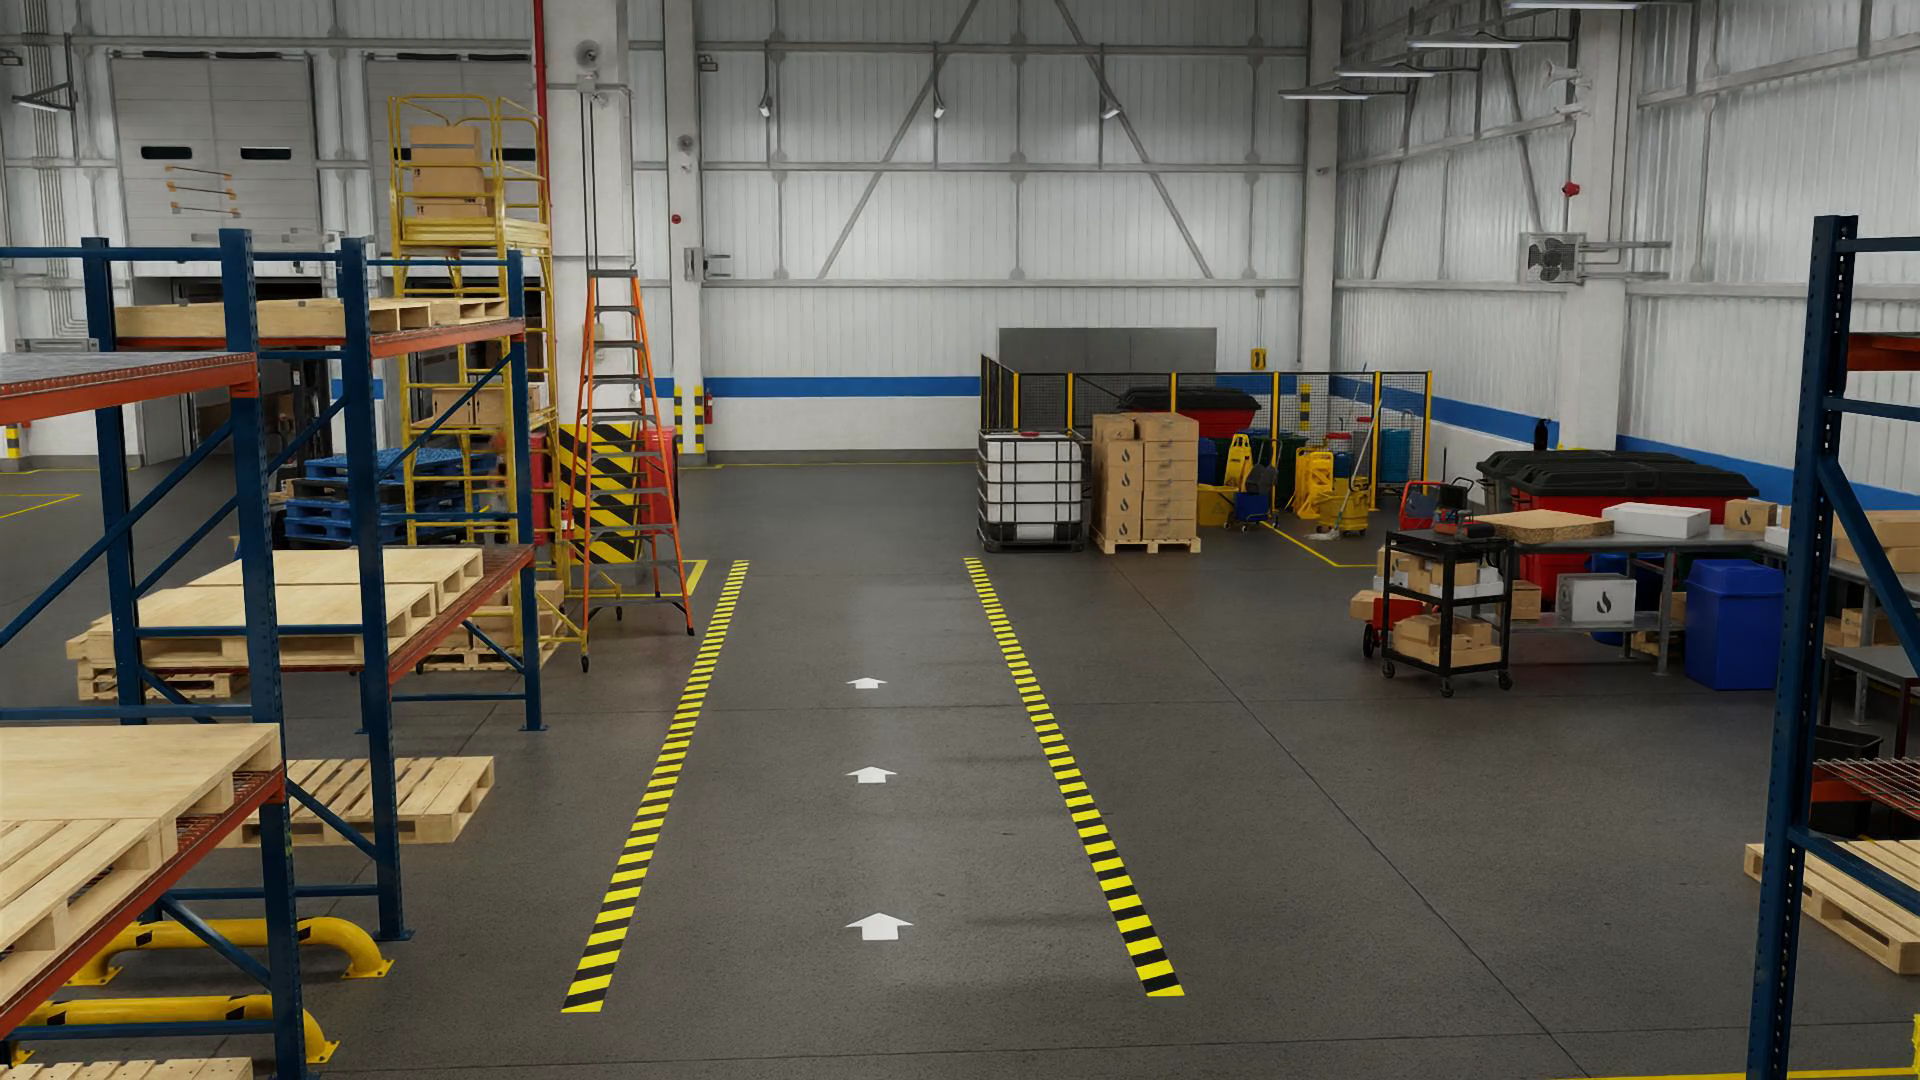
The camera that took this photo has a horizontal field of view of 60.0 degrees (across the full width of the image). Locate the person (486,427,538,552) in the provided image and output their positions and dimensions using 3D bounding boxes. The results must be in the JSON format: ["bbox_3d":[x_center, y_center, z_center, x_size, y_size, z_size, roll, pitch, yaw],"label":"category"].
[{"bbox_3d":[-4.477,-0.566,16.403,0.545,1.684,0.546,-2,9,-12],"label":"person"}]

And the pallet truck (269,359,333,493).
[{"bbox_3d":[-7.062,-1.131,18.996,1.885,1.965,0.823,2,9,13],"label":"pallet truck"}]
